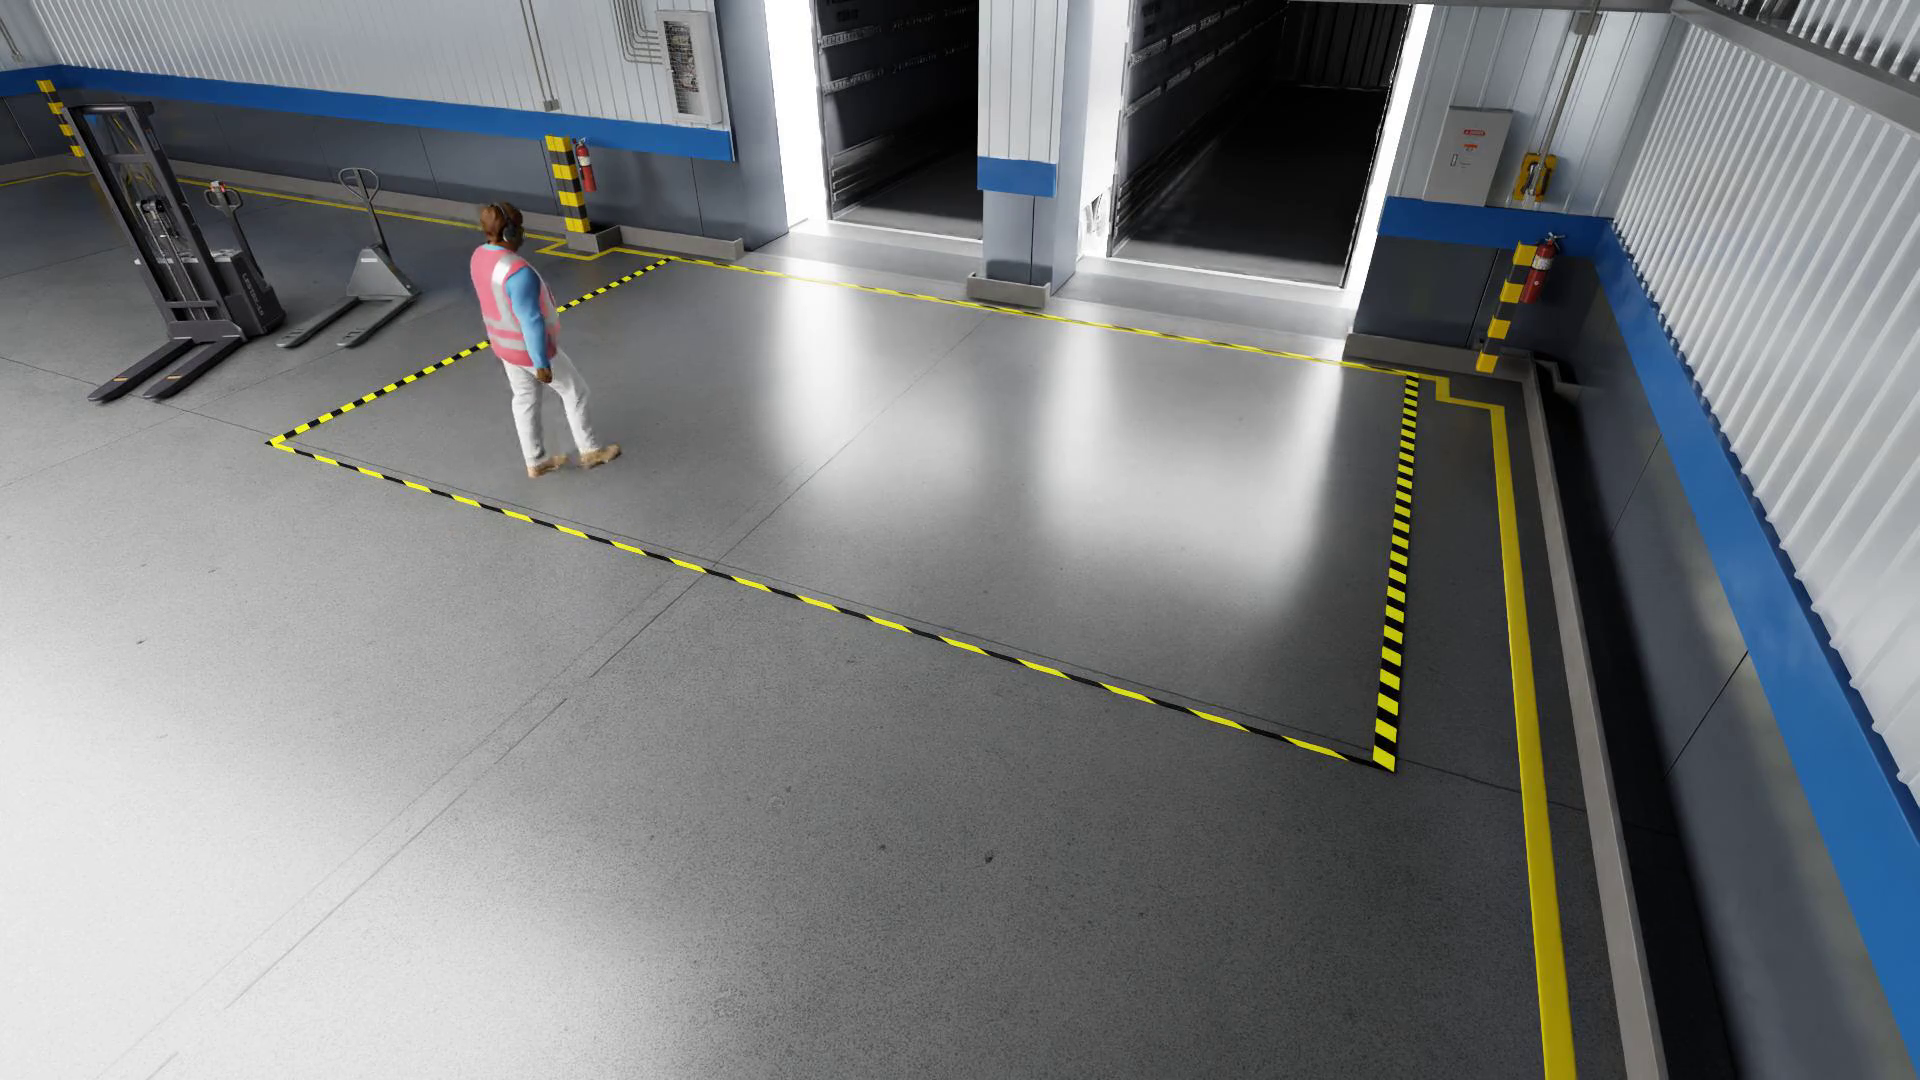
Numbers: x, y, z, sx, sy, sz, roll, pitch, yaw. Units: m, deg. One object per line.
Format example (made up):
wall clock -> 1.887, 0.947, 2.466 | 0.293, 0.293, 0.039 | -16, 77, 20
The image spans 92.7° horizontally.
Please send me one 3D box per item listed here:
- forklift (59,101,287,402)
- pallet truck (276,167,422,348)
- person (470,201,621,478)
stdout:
forklift -> -6.686, -2.387, 7.434 | 0.823, 1.965, 1.885 | -3, 35, -5
pallet truck -> -5.732, -2.611, 8.414 | 0.680, 1.201, 1.601 | -1, 35, -1
person -> -2.750, -1.277, 6.002 | 0.644, 1.819, 0.601 | 26, 42, 32
